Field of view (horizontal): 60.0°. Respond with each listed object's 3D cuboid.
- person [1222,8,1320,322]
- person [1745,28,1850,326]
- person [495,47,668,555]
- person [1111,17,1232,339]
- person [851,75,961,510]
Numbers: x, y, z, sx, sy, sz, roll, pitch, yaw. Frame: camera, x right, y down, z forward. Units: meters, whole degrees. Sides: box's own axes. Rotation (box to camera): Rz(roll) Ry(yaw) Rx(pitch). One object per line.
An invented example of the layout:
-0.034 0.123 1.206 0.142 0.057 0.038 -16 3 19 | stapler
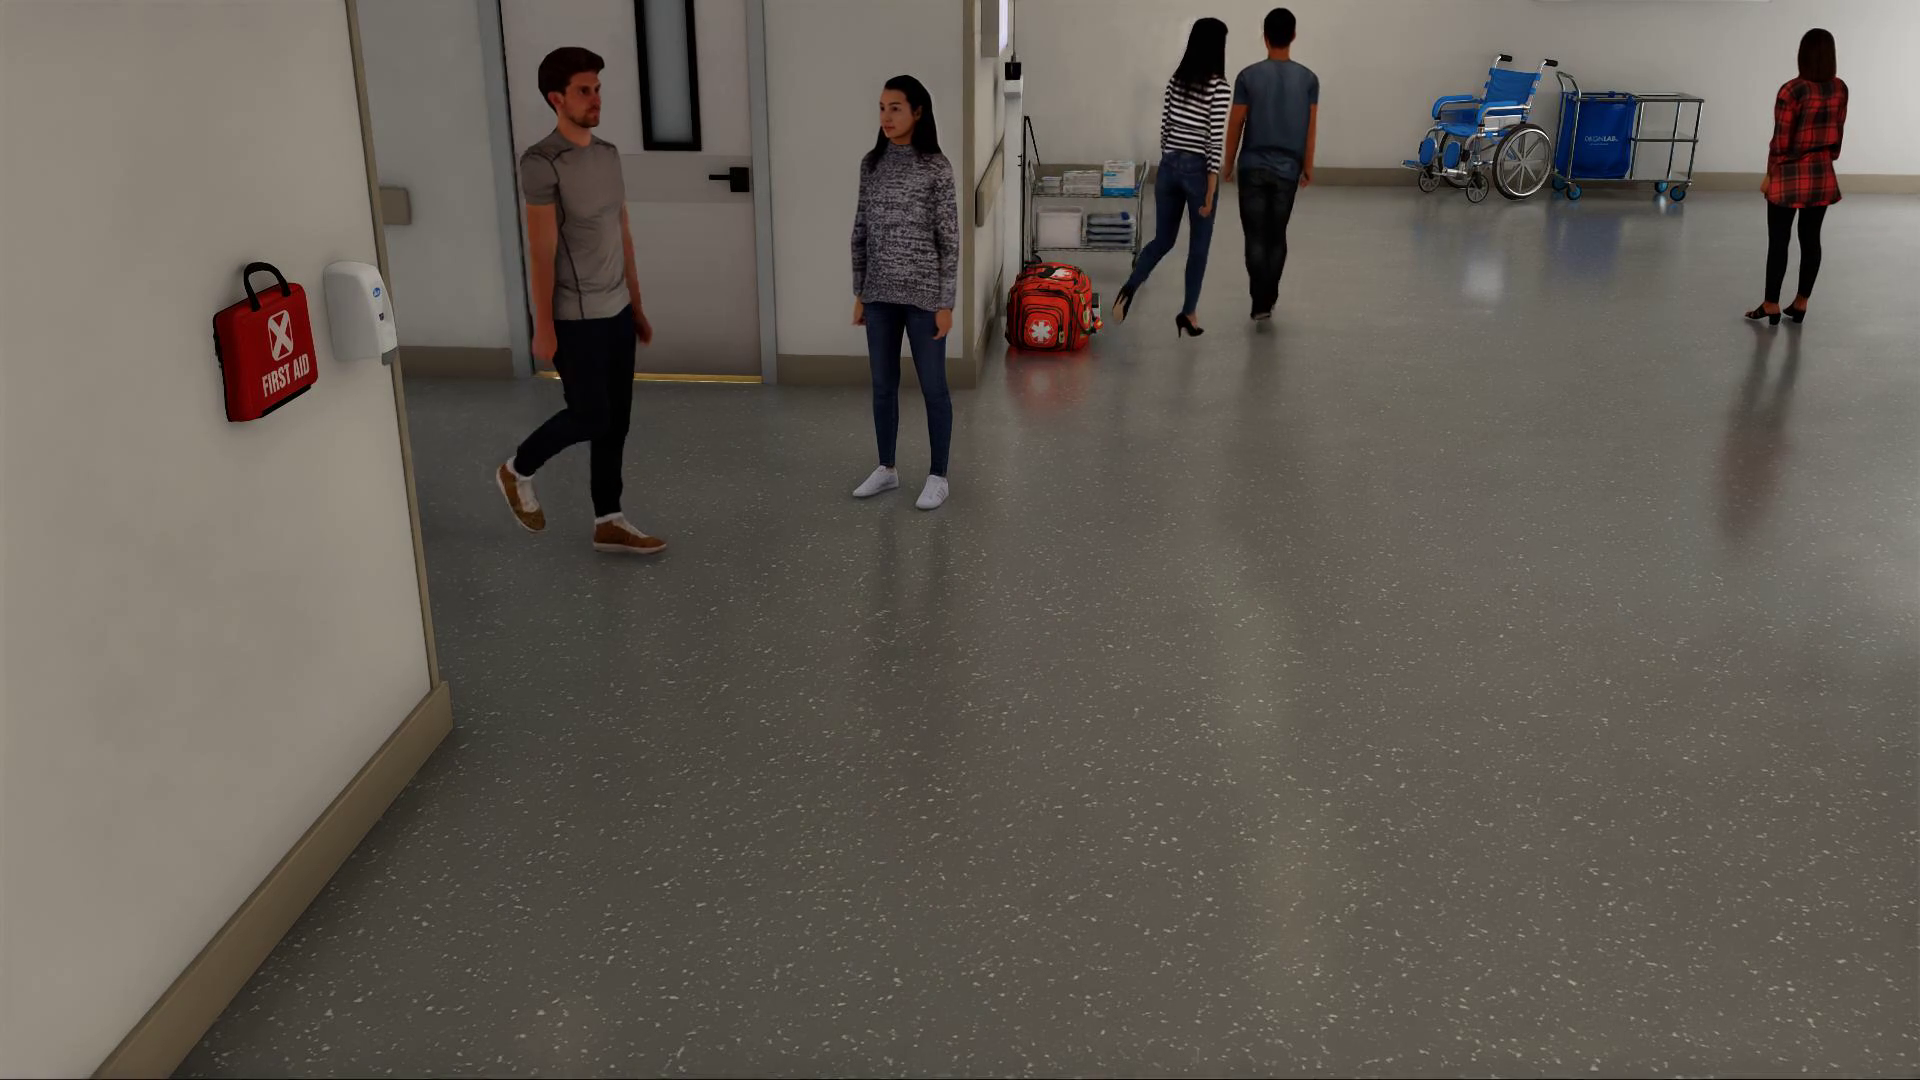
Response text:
1.807 -2.141 9.697 0.716 1.789 1.030 0 21 1 | person
4.947 -2.128 9.788 0.663 1.699 0.638 -4 21 -9 | person
-1.448 -0.843 6.150 0.870 1.874 0.928 9 23 23 | person
1.194 -1.924 9.143 0.958 1.759 1.081 16 26 36 | person
-0.214 -1.001 6.768 0.685 1.732 0.654 11 23 26 | person
